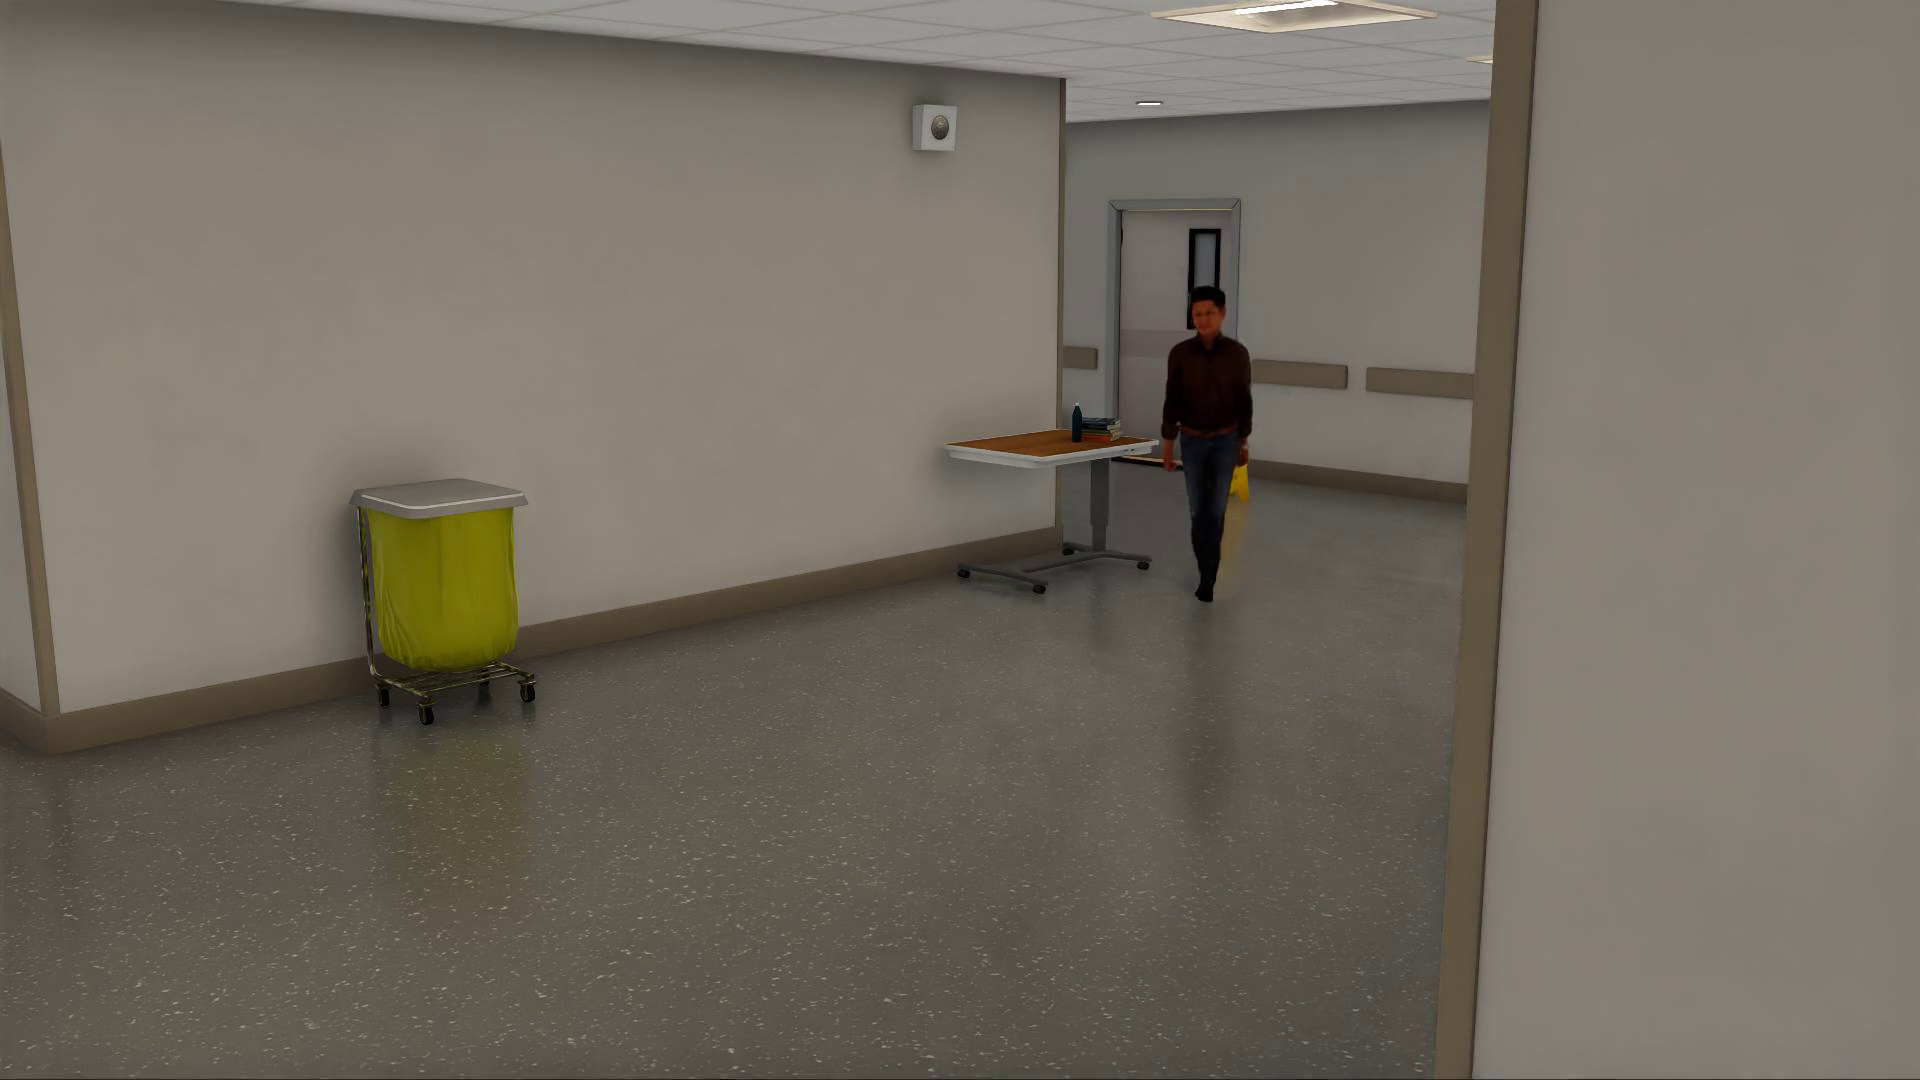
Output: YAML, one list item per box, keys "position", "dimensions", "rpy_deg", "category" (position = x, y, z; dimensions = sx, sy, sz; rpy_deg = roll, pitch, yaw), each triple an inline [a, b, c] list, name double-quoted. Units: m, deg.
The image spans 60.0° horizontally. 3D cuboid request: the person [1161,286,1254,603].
- position: [1.408, -0.523, 9.372]
  dimensions: [1.232, 1.717, 1.157]
  rpy_deg: [2, 11, 9]
  category: "person"
